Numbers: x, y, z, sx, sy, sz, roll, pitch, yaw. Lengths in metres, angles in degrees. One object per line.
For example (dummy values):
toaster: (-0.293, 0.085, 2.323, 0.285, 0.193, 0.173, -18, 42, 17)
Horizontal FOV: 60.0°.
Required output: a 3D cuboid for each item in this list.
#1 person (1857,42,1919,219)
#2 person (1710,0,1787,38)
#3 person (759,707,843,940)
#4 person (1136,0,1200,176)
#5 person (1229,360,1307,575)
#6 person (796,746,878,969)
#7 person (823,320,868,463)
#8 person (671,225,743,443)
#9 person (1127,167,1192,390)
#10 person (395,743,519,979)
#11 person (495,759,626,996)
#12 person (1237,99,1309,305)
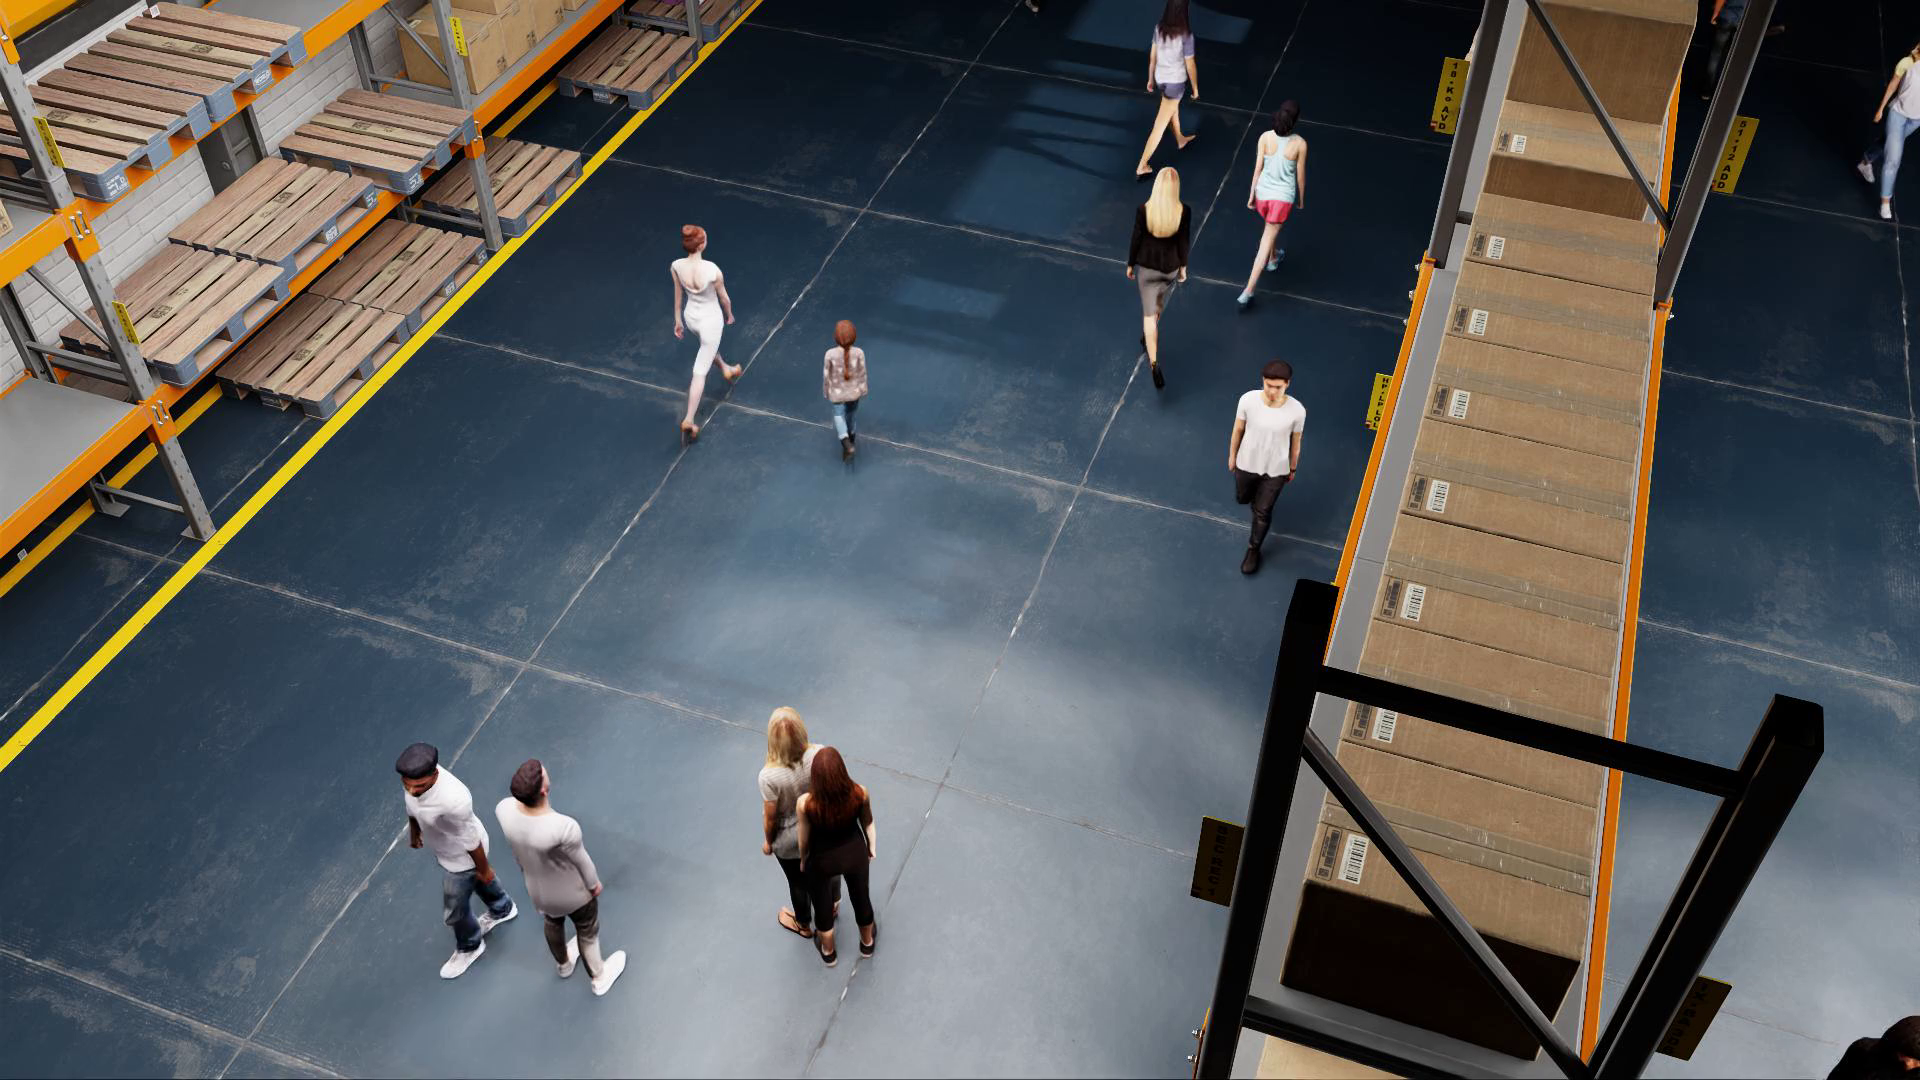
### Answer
person: (8.479, -3.836, 14.974, 0.821, 1.661, 1.246, 4, 44, 5)
person: (8.466, -6.135, 17.274, 1.132, 1.816, 1.281, -12, 45, -12)
person: (-0.867, 1.579, 9.172, 0.653, 1.823, 0.752, -26, 49, -25)
person: (1.883, -4.141, 15.279, 0.931, 1.681, 1.245, 33, 53, 30)
person: (2.125, -0.596, 11.543, 0.645, 1.702, 0.950, 15, 46, 15)
person: (-0.679, 1.734, 9.080, 0.657, 1.725, 0.676, -9, 44, -9)
person: (-0.860, -1.107, 12.454, 0.693, 1.184, 0.813, -7, 44, -8)
person: (-1.972, -1.510, 12.476, 0.650, 1.738, 1.162, 17, 46, 17)
person: (1.546, -1.998, 12.941, 0.948, 1.802, 1.242, -4, 44, -4)
person: (-2.686, 1.637, 9.145, 0.956, 1.775, 0.882, -33, 53, -30)
person: (-2.156, 1.809, 8.917, 0.671, 1.841, 0.580, 17, 46, 17)
person: (2.581, -2.769, 13.811, 0.725, 1.719, 1.240, 21, 48, 21)
